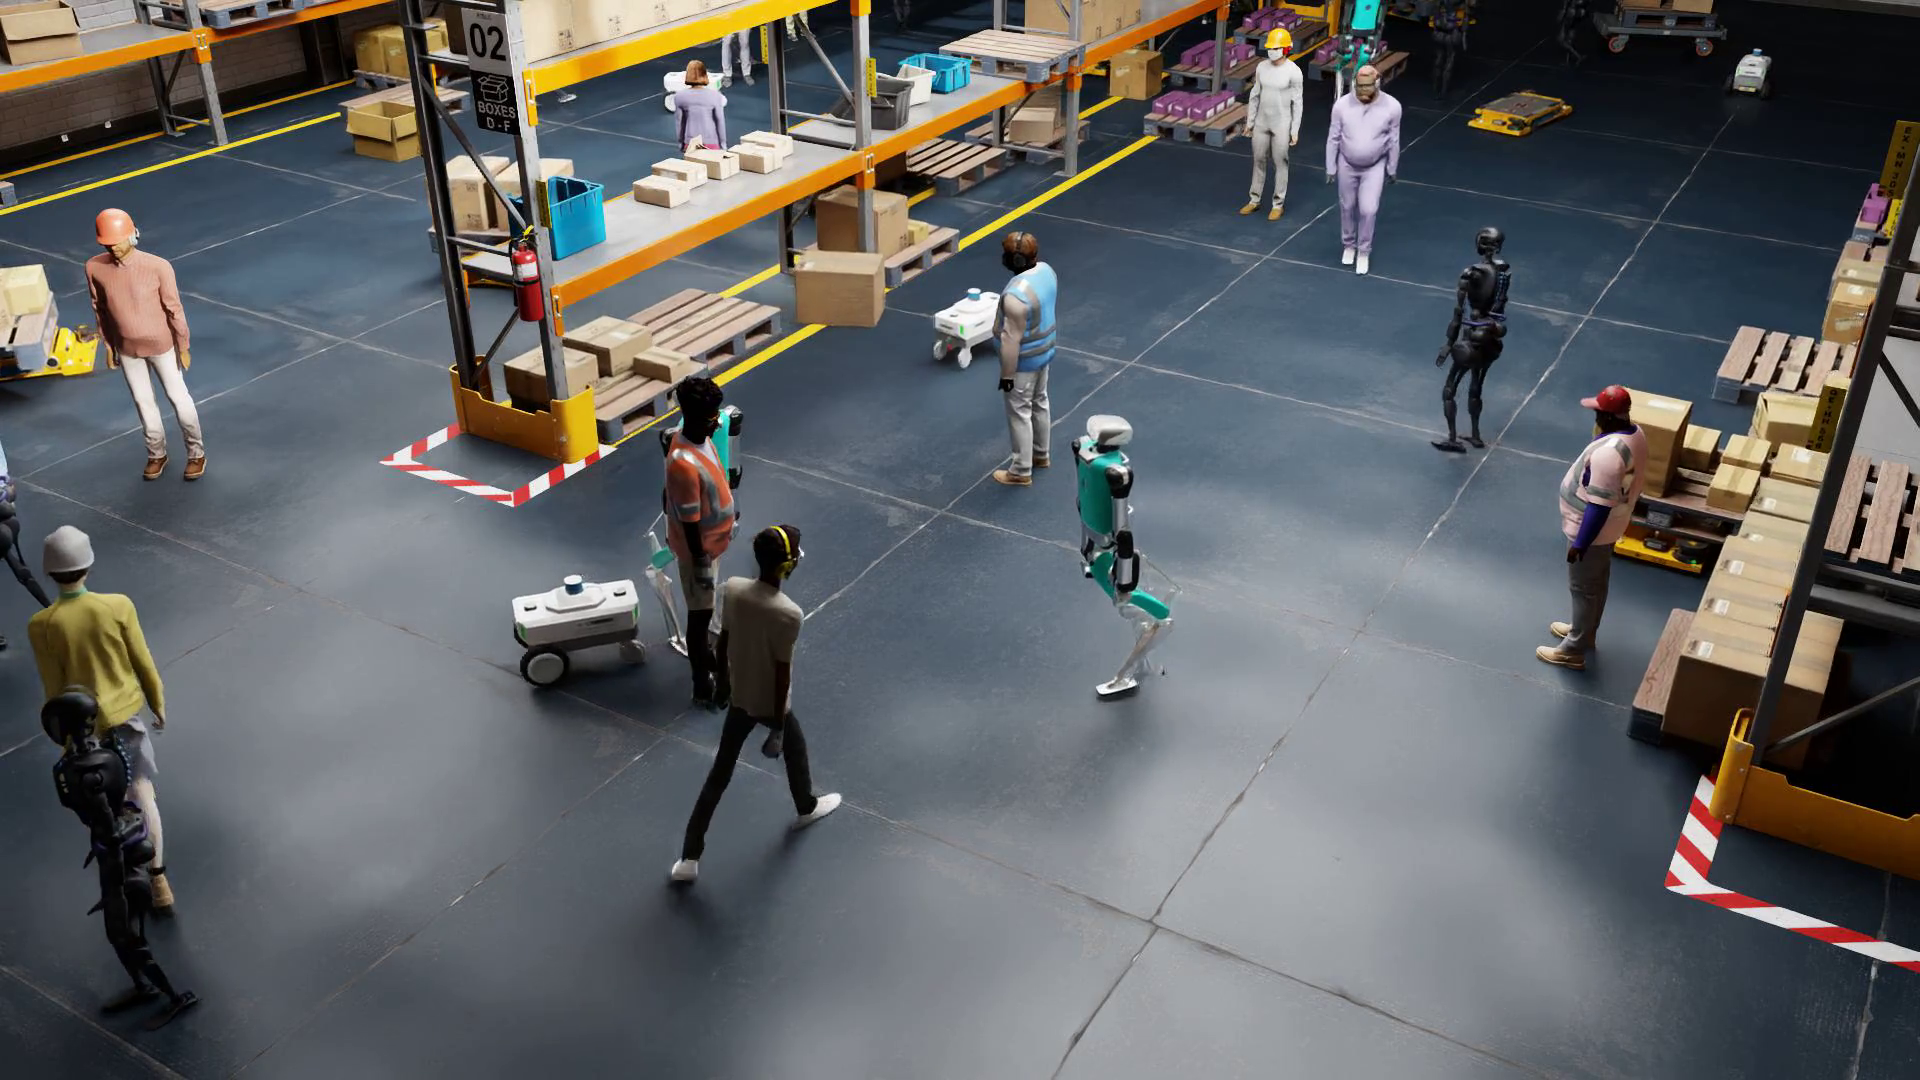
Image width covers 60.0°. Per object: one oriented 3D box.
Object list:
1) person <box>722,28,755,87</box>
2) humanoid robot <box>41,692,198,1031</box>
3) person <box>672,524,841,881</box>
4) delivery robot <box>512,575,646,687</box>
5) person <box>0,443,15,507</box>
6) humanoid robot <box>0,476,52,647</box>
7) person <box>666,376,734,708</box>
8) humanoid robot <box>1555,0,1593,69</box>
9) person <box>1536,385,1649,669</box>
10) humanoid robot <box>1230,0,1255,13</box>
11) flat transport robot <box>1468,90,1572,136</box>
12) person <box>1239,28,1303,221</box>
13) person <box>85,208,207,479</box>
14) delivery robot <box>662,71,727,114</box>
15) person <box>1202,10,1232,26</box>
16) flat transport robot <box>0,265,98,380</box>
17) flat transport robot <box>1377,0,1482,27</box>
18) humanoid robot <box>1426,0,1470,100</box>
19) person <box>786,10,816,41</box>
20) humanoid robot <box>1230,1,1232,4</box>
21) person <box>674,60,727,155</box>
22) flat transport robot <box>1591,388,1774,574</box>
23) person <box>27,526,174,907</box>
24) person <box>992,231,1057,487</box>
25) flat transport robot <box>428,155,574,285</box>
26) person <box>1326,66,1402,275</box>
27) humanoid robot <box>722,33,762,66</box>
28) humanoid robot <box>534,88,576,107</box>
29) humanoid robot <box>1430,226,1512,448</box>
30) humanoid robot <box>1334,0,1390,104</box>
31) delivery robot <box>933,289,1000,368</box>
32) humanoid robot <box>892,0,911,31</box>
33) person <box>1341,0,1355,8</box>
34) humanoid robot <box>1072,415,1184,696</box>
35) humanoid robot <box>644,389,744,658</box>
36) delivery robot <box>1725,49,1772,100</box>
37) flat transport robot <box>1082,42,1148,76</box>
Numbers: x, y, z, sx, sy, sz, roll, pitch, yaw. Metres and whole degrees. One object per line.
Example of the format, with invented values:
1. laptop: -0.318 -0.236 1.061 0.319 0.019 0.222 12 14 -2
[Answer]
1. person: -2.885 -6.793 21.265 0.493 1.944 0.429 -10 31 -17
2. humanoid robot: -3.623 1.371 7.077 0.369 1.648 0.612 -17 34 -28
3. person: -1.032 0.794 7.991 0.562 1.802 1.020 18 34 29
4. delivery robot: -2.248 0.480 9.782 0.759 0.575 0.499 -9 31 -16
5. person: -6.775 -1.117 11.165 0.381 1.992 0.621 -13 32 -21
6. humanoid robot: -5.746 -0.132 9.754 0.595 1.635 0.600 -11 31 -19
7. person: -1.423 0.006 9.215 0.370 1.959 0.600 -1 30 -2
8. humanoid robot: 8.247 -7.103 22.074 0.613 1.641 0.439 -23 37 -35
9. person: 3.639 -0.080 9.577 0.419 1.750 0.622 19 34 30
10. humanoid robot: 4.247 -8.717 24.918 0.774 1.828 0.549 -12 32 -20
11. flat transport robot: 6.767 -5.144 20.041 0.659 0.231 1.431 24 37 36
12. person: 3.125 -4.153 16.638 0.581 1.894 0.375 20 35 31
13. person: -5.684 -1.357 11.604 0.610 1.986 0.402 0 29 -1
14. delivery robot: -3.279 -5.568 20.496 0.782 0.589 0.499 2 30 4
15. person: 3.824 -8.488 24.367 0.509 1.838 0.344 13 32 22
16. flat transport robot: -7.840 -1.466 13.534 1.431 0.231 0.659 -11 31 -18
17. flat transport robot: 6.967 -7.903 24.922 0.659 0.231 1.431 -17 34 -27
18. humanoid robot: 6.115 -6.375 20.788 0.303 1.659 0.616 -15 33 -25
19. person: -2.285 -8.007 23.606 0.562 1.741 0.336 -24 37 -36
20. humanoid robot: 3.973 -9.008 25.494 0.688 1.642 0.605 -13 32 -22
21. person: -2.564 -3.933 16.518 0.498 1.629 0.288 3 30 5
22. flat transport robot: 4.851 -0.223 11.336 0.659 0.231 1.431 17 34 27
23. person: -4.046 0.818 7.927 0.482 1.825 1.046 -14 32 -22
24. person: 0.436 -1.262 11.591 0.431 1.837 0.631 14 32 23
25. flat transport robot: -4.245 -2.764 15.830 0.659 0.231 1.431 5 30 8
26. person: 3.671 -3.383 15.289 0.661 1.875 0.765 9 31 16
27. humanoid robot: -2.927 -7.090 21.857 0.735 1.677 0.533 -25 38 -37
28. humanoid robot: -5.144 -6.083 20.230 0.531 1.750 0.957 23 37 35
29. humanoid robot: 3.767 -1.458 12.097 0.597 1.638 0.372 -19 35 -30
30. humanoid robot: 4.741 -5.916 19.928 0.561 1.777 0.750 -1 29 -2
31. delivery robot: 0.118 -1.794 13.818 0.499 0.587 0.777 23 37 35
32. humanoid robot: -0.777 -8.186 23.998 0.612 1.631 0.476 -6 30 -11
33. person: 6.036 -9.088 25.507 0.328 1.752 0.560 -12 32 -20
34. humanoid robot: 1.001 0.148 9.295 0.755 1.898 0.543 -12 32 -20
35. humanoid robot: -1.603 -0.160 9.691 0.705 1.739 0.533 25 38 37
36. delivery robot: 10.063 -5.921 21.122 0.499 0.591 0.762 16 33 26
37. flat transport robot: 2.007 -6.560 22.545 0.659 0.231 1.431 17 33 27
